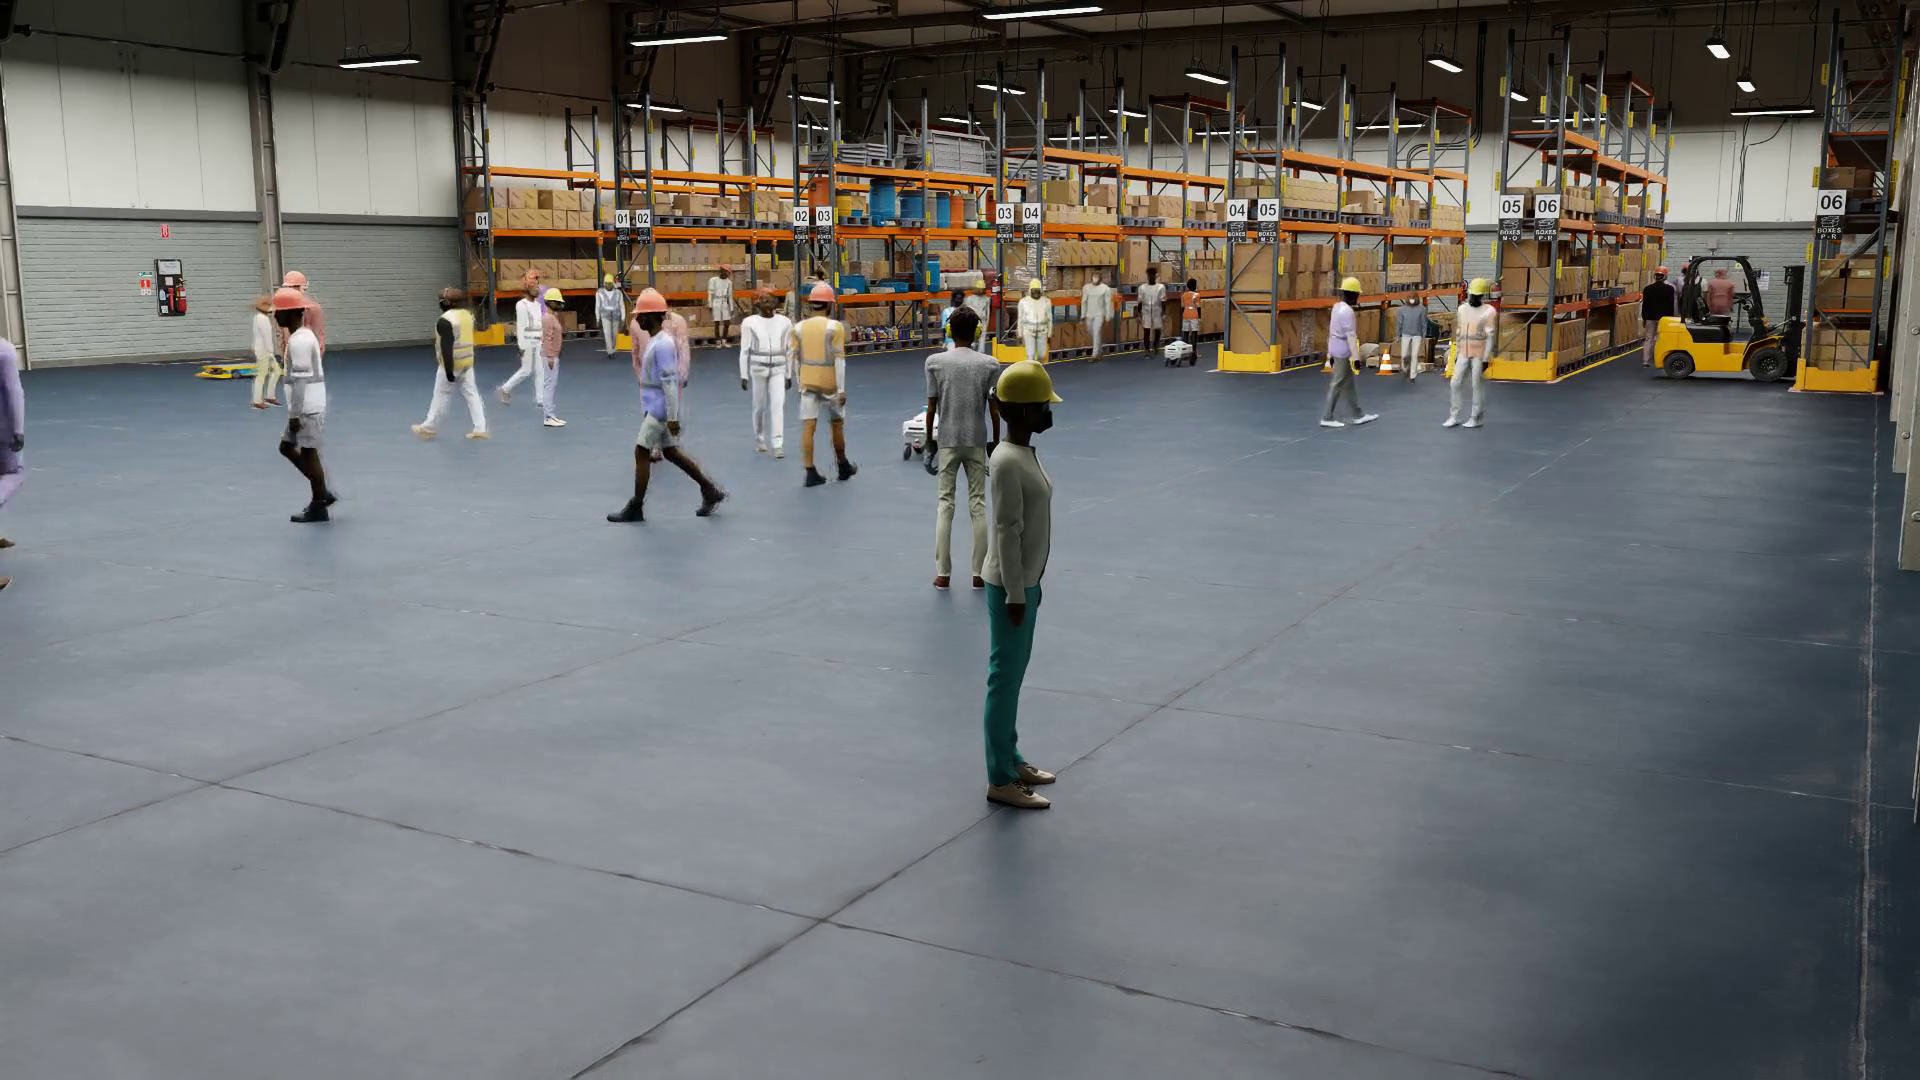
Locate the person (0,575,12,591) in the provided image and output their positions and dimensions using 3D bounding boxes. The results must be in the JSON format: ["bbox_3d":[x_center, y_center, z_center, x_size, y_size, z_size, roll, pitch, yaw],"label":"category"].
[{"bbox_3d":[-6.344,-0.363,10.260,0.543,1.592,0.829,3,10,17],"label":"person"}]

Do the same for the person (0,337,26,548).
[{"bbox_3d":[-7.145,-0.826,12.127,0.661,1.884,0.544,1,10,7],"label":"person"}]

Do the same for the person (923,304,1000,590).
[{"bbox_3d":[0.011,-0.597,10.869,0.515,1.865,0.313,0,10,-2],"label":"person"}]

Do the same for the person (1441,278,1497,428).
[{"bbox_3d":[6.406,-2.331,20.905,0.731,1.891,0.621,-7,12,-36],"label":"person"}]

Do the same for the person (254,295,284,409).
[{"bbox_3d":[-9.881,-2.674,23.740,0.547,1.609,0.534,-4,10,-22],"label":"person"}]

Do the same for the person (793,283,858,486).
[{"bbox_3d":[-1.279,-1.495,15.975,0.570,1.905,0.875,4,10,21],"label":"person"}]

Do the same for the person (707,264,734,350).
[{"bbox_3d":[-5.623,-5.445,38.914,0.660,1.989,0.421,-7,12,-34],"label":"person"}]

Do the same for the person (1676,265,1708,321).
[{"bbox_3d":[17.730,-5.722,40.338,0.690,2.000,0.594,5,11,26],"label":"person"}]

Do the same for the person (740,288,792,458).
[{"bbox_3d":[-2.128,-1.843,18.230,0.591,1.843,0.976,-3,10,-16],"label":"person"}]

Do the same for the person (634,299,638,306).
[{"bbox_3d":[-8.243,-6.215,43.400,0.621,1.977,0.534,7,12,36],"label":"person"}]

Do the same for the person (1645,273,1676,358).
[{"bbox_3d":[14.841,-4.813,35.357,0.637,1.921,0.754,6,11,32],"label":"person"}]

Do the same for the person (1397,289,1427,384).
[{"bbox_3d":[7.717,-3.471,28.403,0.503,1.617,0.354,3,10,15],"label":"person"}]

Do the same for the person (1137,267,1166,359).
[{"bbox_3d":[4.064,-4.815,35.298,0.620,1.955,0.459,1,10,6],"label":"person"}]

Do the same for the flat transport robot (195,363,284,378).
[{"bbox_3d":[-12.899,-3.053,29.891,0.652,0.197,1.431,7,12,35],"label":"flat transport robot"}]

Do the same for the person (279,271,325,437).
[{"bbox_3d":[-7.906,-2.216,19.948,0.621,1.994,0.381,3,10,18],"label":"person"}]

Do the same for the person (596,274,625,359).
[{"bbox_3d":[-7.433,-4.747,35.375,0.603,1.792,0.911,-3,10,-19],"label":"person"}]

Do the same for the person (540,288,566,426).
[{"bbox_3d":[-5.221,-2.344,21.372,0.328,1.765,0.527,-1,10,-5],"label":"person"}]

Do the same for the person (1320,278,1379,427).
[{"bbox_3d":[4.978,-2.369,21.120,0.799,1.893,0.615,0,10,0],"label":"person"}]

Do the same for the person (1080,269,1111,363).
[{"bbox_3d":[2.823,-4.612,34.236,0.633,1.914,0.856,6,11,31],"label":"person"}]

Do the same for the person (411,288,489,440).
[{"bbox_3d":[-6.040,-2.068,19.667,0.927,1.794,0.634,3,10,18],"label":"person"}]

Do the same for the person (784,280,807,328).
[{"bbox_3d":[-3.898,-5.271,38.968,0.547,1.592,0.842,5,11,27],"label":"person"}]

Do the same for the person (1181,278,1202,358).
[{"bbox_3d":[4.955,-4.735,35.561,0.318,1.700,0.535,-8,13,-40],"label":"person"}]

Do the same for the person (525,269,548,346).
[{"bbox_3d":[-8.609,-4.564,33.938,0.576,1.908,0.470,9,13,42],"label":"person"}]

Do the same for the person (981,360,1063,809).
[{"bbox_3d":[0.247,0.170,6.650,0.312,1.769,0.522,1,10,9],"label":"person"}]

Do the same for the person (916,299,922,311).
[{"bbox_3d":[-1.276,-7.706,52.320,0.597,1.915,0.370,4,11,24],"label":"person"}]

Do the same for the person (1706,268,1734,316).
[{"bbox_3d":[19.025,-5.868,41.720,0.686,1.853,0.988,2,10,12],"label":"person"}]

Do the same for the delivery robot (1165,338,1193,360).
[{"bbox_3d":[4.338,-3.766,32.958,0.477,0.478,0.707,6,11,30],"label":"delivery robot"}]

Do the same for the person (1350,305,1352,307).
[{"bbox_3d":[9.763,-6.003,42.582,0.598,1.832,0.435,6,12,33],"label":"person"}]

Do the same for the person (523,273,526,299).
[{"bbox_3d":[-8.980,-4.681,34.829,0.346,1.842,0.506,0,10,-1],"label":"person"}]

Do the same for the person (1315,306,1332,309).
[{"bbox_3d":[8.876,-5.589,40.195,0.643,1.821,0.450,4,11,24],"label":"person"}]

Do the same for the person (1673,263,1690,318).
[{"bbox_3d":[18.353,-6.015,42.159,0.628,2.020,0.774,5,11,25],"label":"person"}]

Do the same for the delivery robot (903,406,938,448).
[{"bbox_3d":[-0.337,-1.206,17.972,0.477,0.478,0.707,4,10,22],"label":"delivery robot"}]

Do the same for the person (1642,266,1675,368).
[{"bbox_3d":[13.501,-4.296,32.171,0.405,1.986,0.604,-9,13,-44],"label":"person"}]

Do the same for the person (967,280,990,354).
[{"bbox_3d":[0.344,-4.303,32.975,0.493,1.713,0.697,-2,10,-11],"label":"person"}]

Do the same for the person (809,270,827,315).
[{"bbox_3d":[-3.432,-5.835,41.601,0.551,1.834,0.859,4,10,22],"label":"person"}]

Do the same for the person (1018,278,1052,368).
[{"bbox_3d":[1.247,-3.470,27.807,0.597,1.817,0.495,-1,10,-8],"label":"person"}]

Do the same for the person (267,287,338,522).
[{"bbox_3d":[-5.380,-1.083,13.557,0.447,1.919,0.551,-4,10,-20],"label":"person"}]

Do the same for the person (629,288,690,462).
[{"bbox_3d":[-3.221,-1.787,17.914,0.653,1.842,1.035,-1,10,-5],"label":"person"}]

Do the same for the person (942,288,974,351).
[{"bbox_3d":[-0.037,-3.140,26.288,0.540,1.679,0.625,-3,10,-14],"label":"person"}]

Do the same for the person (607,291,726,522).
[{"bbox_3d":[-2.416,-1.096,13.684,0.951,1.907,0.544,-2,10,-14],"label":"person"}]

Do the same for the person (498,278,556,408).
[{"bbox_3d":[-6.206,-2.797,23.742,0.761,1.866,0.587,3,10,16],"label":"person"}]
